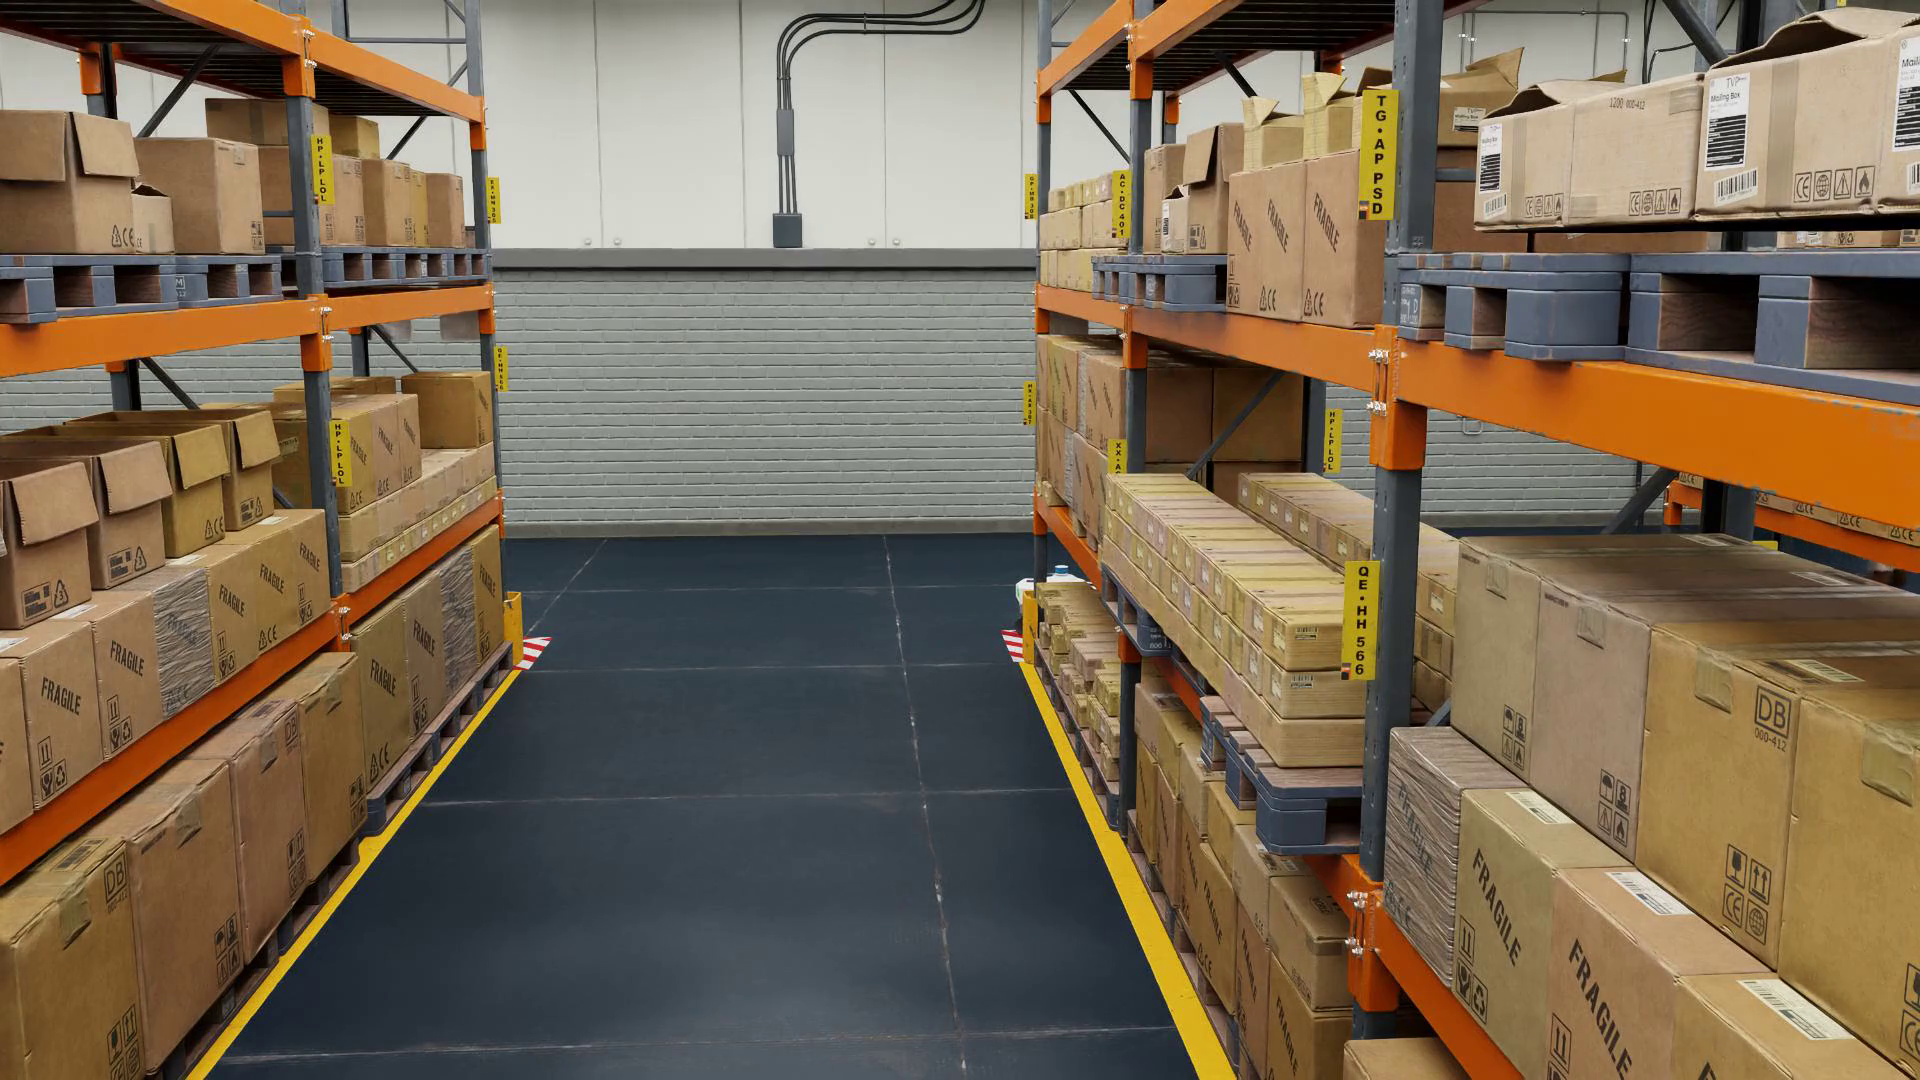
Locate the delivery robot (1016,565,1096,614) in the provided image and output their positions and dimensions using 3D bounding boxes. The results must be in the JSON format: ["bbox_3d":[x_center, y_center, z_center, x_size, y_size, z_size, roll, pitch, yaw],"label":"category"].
[{"bbox_3d":[0.814,0.448,13.398,0.707,0.478,0.477,3,10,17],"label":"delivery robot"}]

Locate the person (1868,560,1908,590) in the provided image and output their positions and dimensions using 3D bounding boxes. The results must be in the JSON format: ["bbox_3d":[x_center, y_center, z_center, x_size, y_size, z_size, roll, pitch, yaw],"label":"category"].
[{"bbox_3d":[7.176,-0.089,12.814,0.561,1.922,0.568,-1,10,-5],"label":"person"}]
